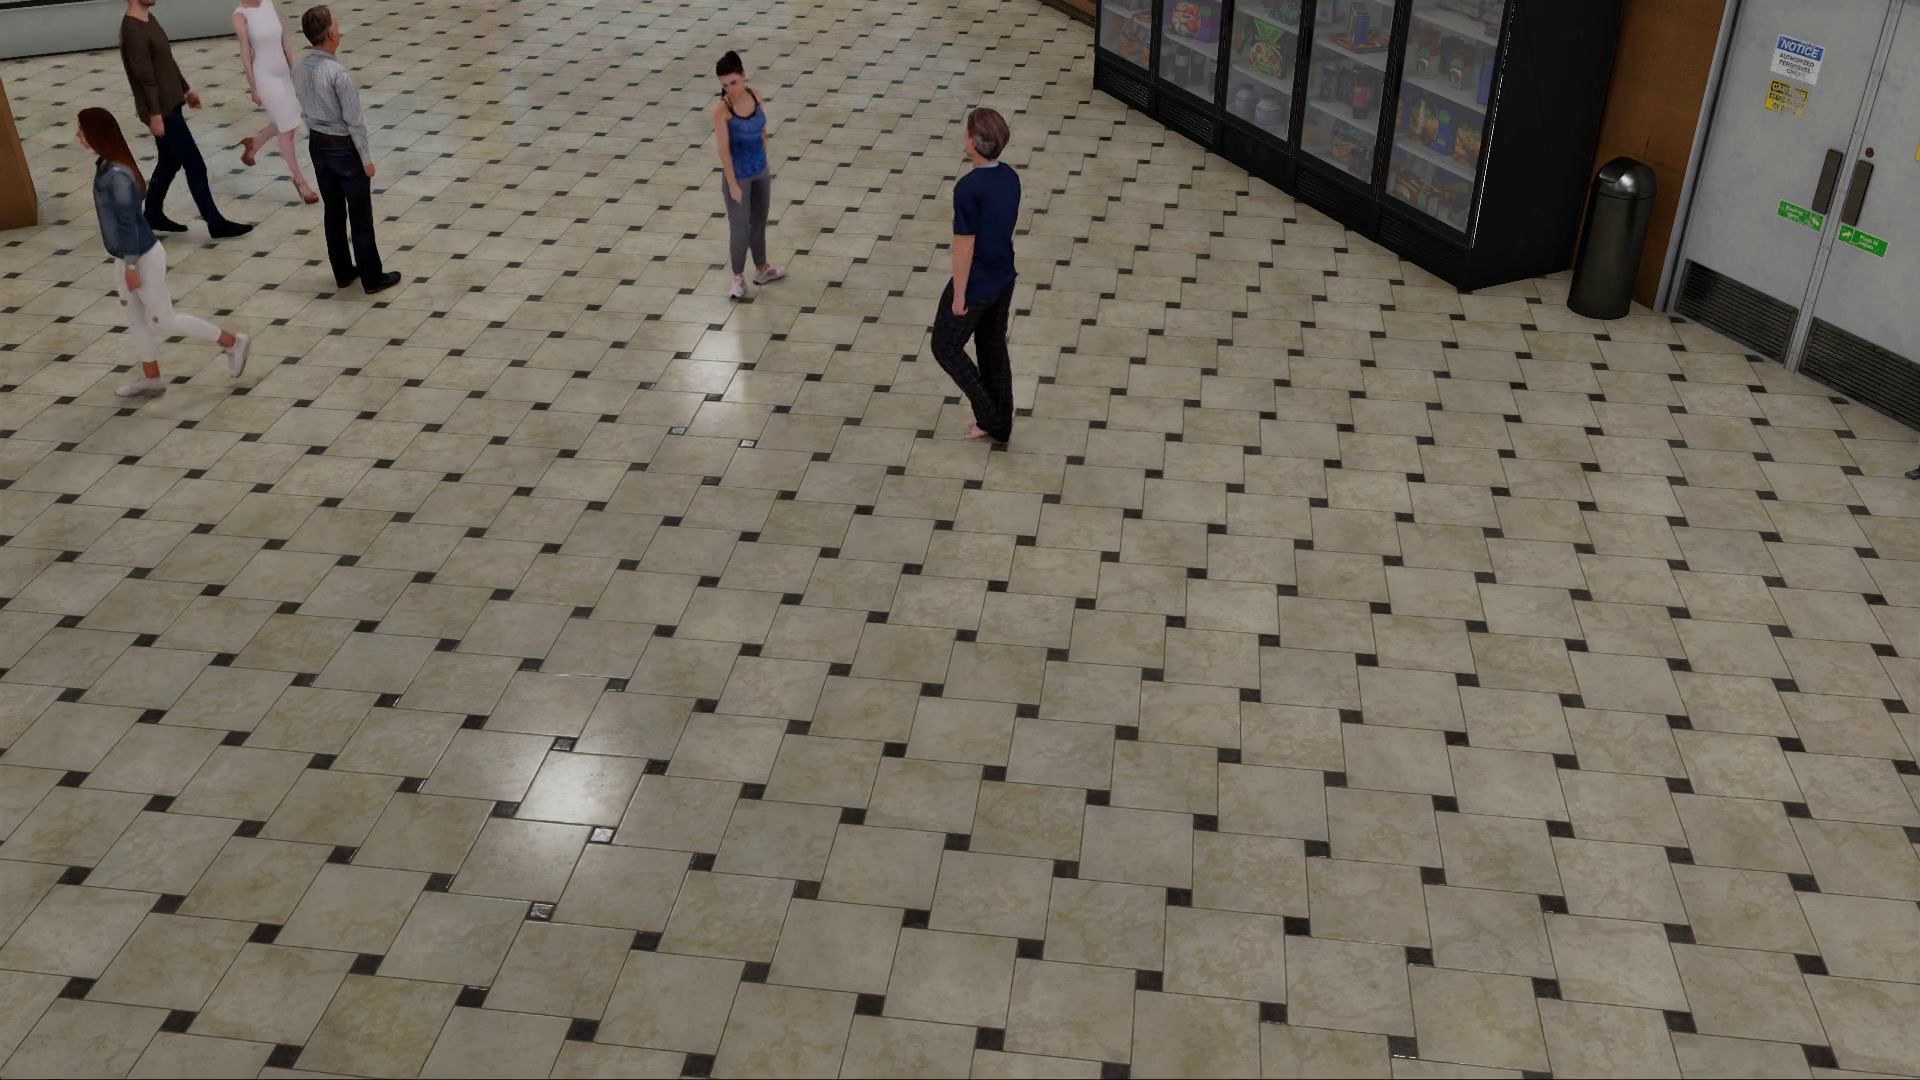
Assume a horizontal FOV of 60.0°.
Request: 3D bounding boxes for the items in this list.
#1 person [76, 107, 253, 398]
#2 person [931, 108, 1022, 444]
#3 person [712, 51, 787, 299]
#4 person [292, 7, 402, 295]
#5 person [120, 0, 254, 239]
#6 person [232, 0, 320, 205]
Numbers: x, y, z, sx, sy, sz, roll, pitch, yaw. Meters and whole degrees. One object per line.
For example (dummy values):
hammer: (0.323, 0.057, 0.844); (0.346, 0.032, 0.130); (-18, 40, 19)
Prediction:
person: (-4.521, -1.596, 9.368); (1.046, 1.681, 0.716); (-19, 37, -28)
person: (0.188, -1.313, 8.749); (0.862, 1.854, 0.773); (23, 39, 32)
person: (-1.352, -2.366, 10.693); (0.833, 1.588, 0.666); (12, 34, 19)
person: (-3.992, -2.492, 10.680); (0.733, 1.816, 0.765); (15, 35, 23)
person: (-5.524, -2.953, 11.375); (0.988, 1.864, 0.714); (-10, 33, -15)
person: (-5.030, -3.287, 11.997); (0.982, 1.775, 0.940); (13, 34, 19)
